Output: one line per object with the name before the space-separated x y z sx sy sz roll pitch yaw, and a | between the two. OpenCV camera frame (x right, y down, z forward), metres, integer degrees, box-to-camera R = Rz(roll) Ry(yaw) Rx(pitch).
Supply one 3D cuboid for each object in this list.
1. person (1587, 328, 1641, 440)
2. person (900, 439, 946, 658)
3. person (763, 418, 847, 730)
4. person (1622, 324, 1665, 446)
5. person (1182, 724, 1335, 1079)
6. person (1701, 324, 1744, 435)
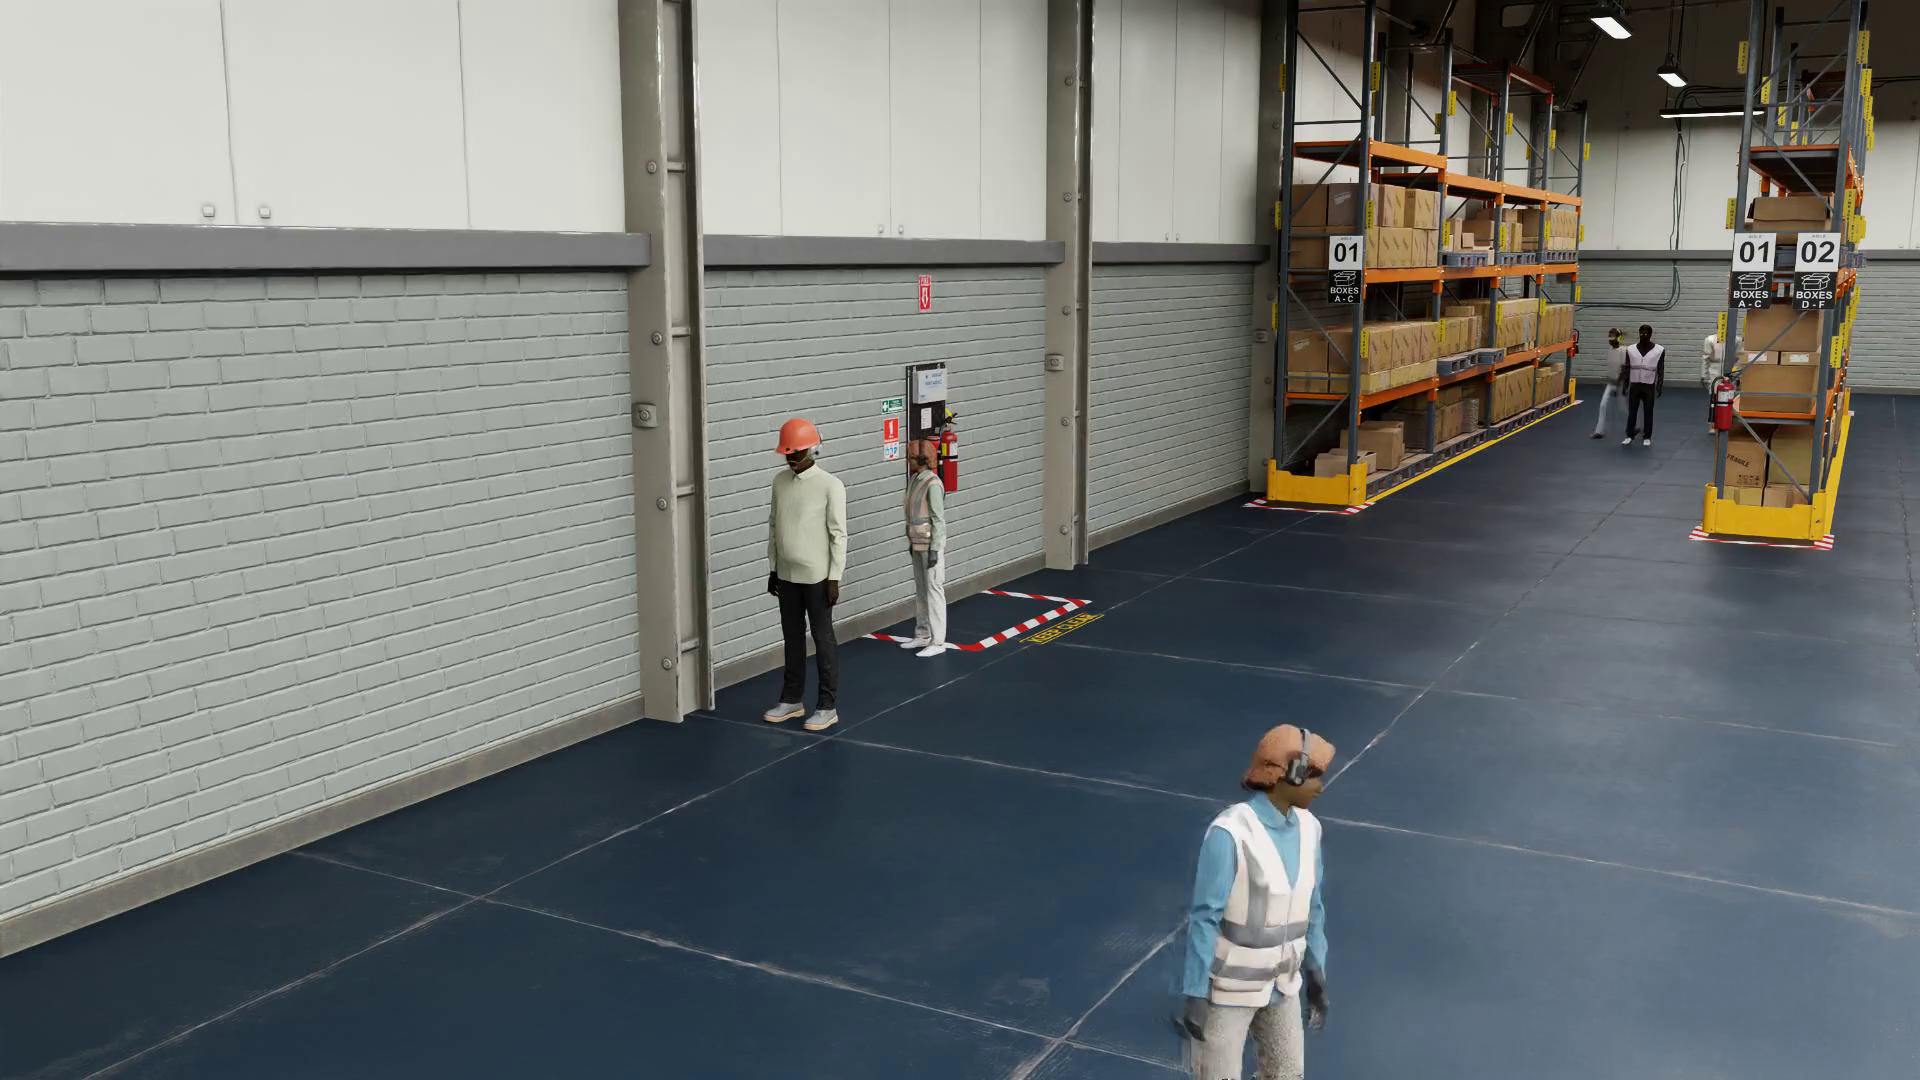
person | 10.762 -2.544 27.160 0.920 1.838 0.504 -3 10 -18
person | -0.258 0.059 12.480 0.315 1.636 0.515 -4 10 -20
person | -0.996 0.211 10.562 0.610 1.986 0.393 7 12 36
person | 10.819 -2.452 26.353 0.596 1.917 0.374 6 12 33
person | 0.874 1.354 4.987 0.606 1.610 0.325 -8 12 -38
person | 12.772 -2.770 27.892 0.625 2.038 0.431 5 11 27
